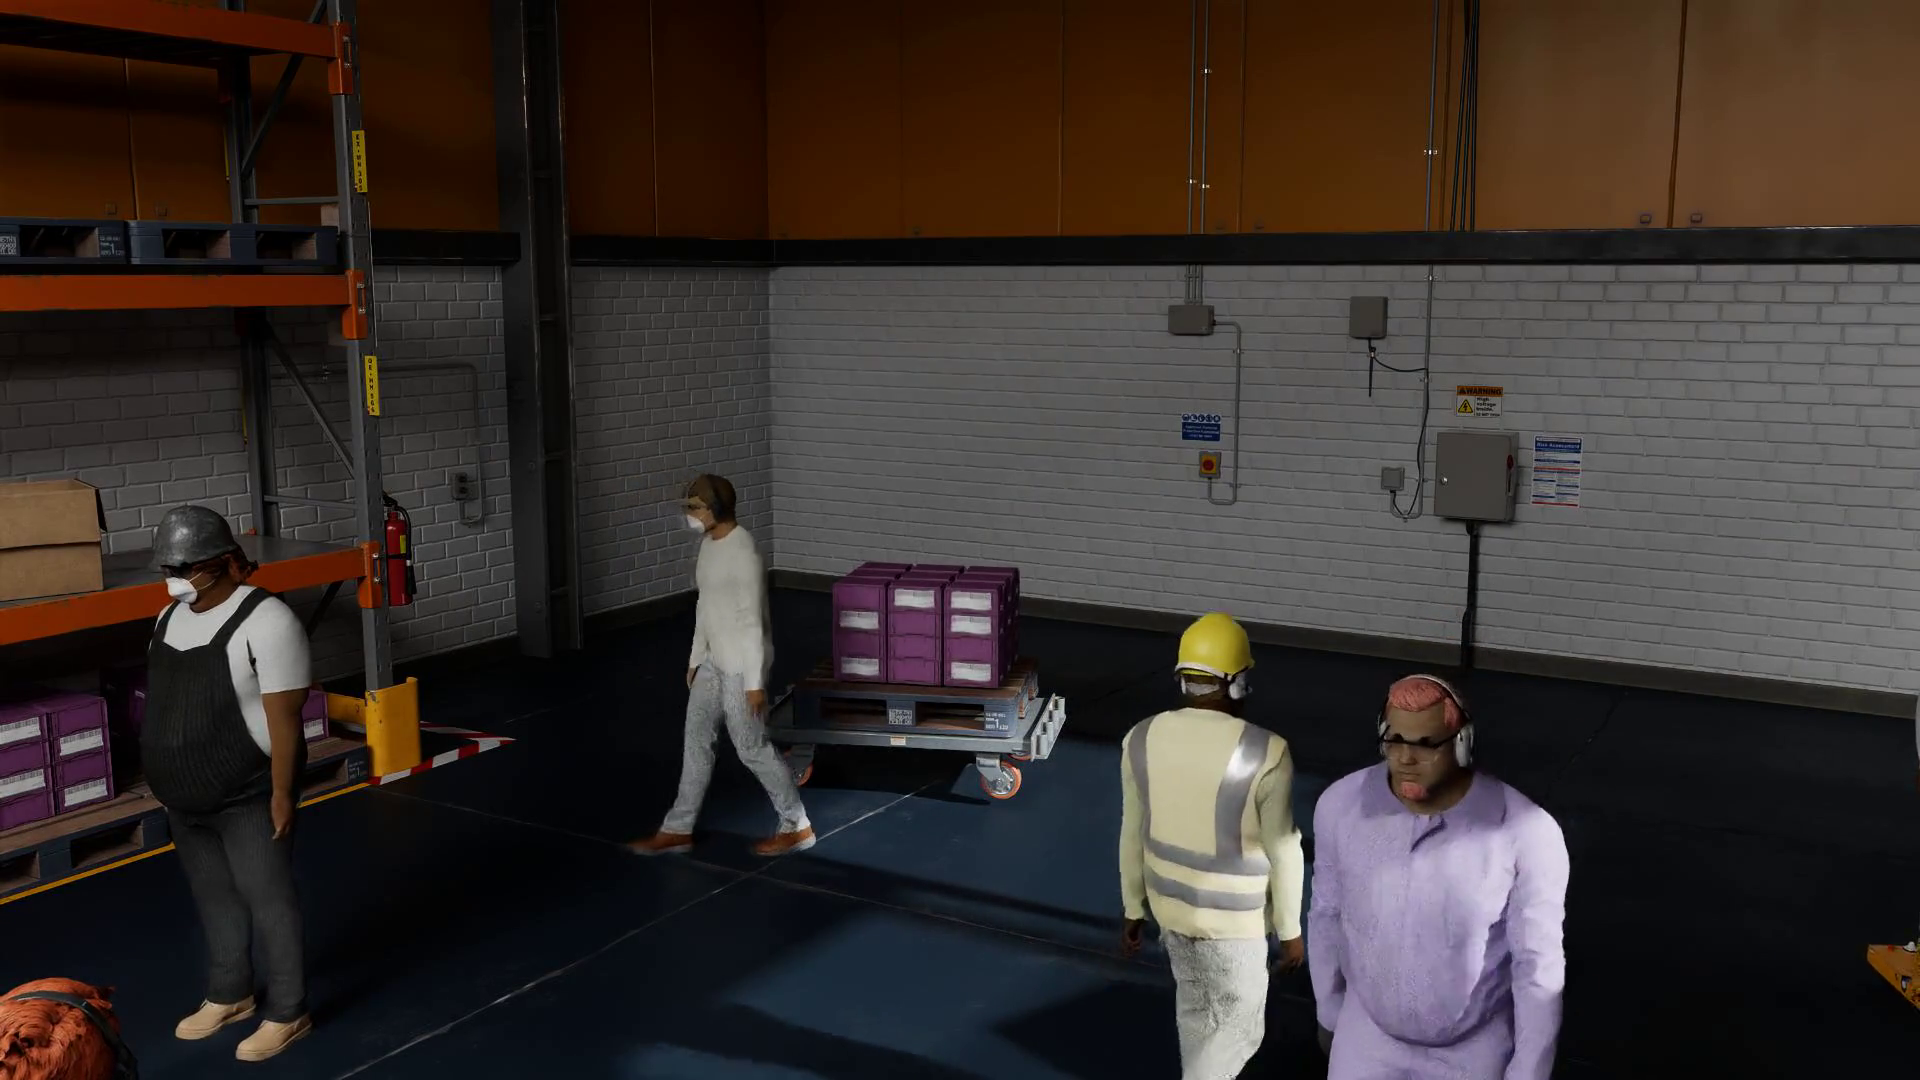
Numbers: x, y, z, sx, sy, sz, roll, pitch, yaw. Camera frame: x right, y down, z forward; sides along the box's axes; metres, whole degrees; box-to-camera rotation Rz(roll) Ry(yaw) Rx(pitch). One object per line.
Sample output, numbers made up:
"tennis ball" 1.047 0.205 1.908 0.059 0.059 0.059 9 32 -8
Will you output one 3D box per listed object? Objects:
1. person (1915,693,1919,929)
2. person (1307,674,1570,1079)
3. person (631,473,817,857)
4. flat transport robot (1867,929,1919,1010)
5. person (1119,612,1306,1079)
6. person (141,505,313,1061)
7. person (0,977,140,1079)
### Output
"person" 4.128 0.873 6.624 0.603 1.828 0.404 1 9 3
"person" 1.127 1.262 4.090 0.658 1.868 0.895 4 10 26
"person" -1.173 0.624 8.034 0.865 1.896 0.665 -4 10 -23
"flat transport robot" 4.371 1.691 6.375 1.431 0.197 0.652 1 9 6
"person" 0.732 1.127 5.108 0.592 1.808 0.710 8 12 42
"person" -2.706 0.858 6.067 0.687 2.000 0.535 4 10 25
"person" -1.226 1.530 2.367 0.575 1.882 0.355 -3 9 -16
